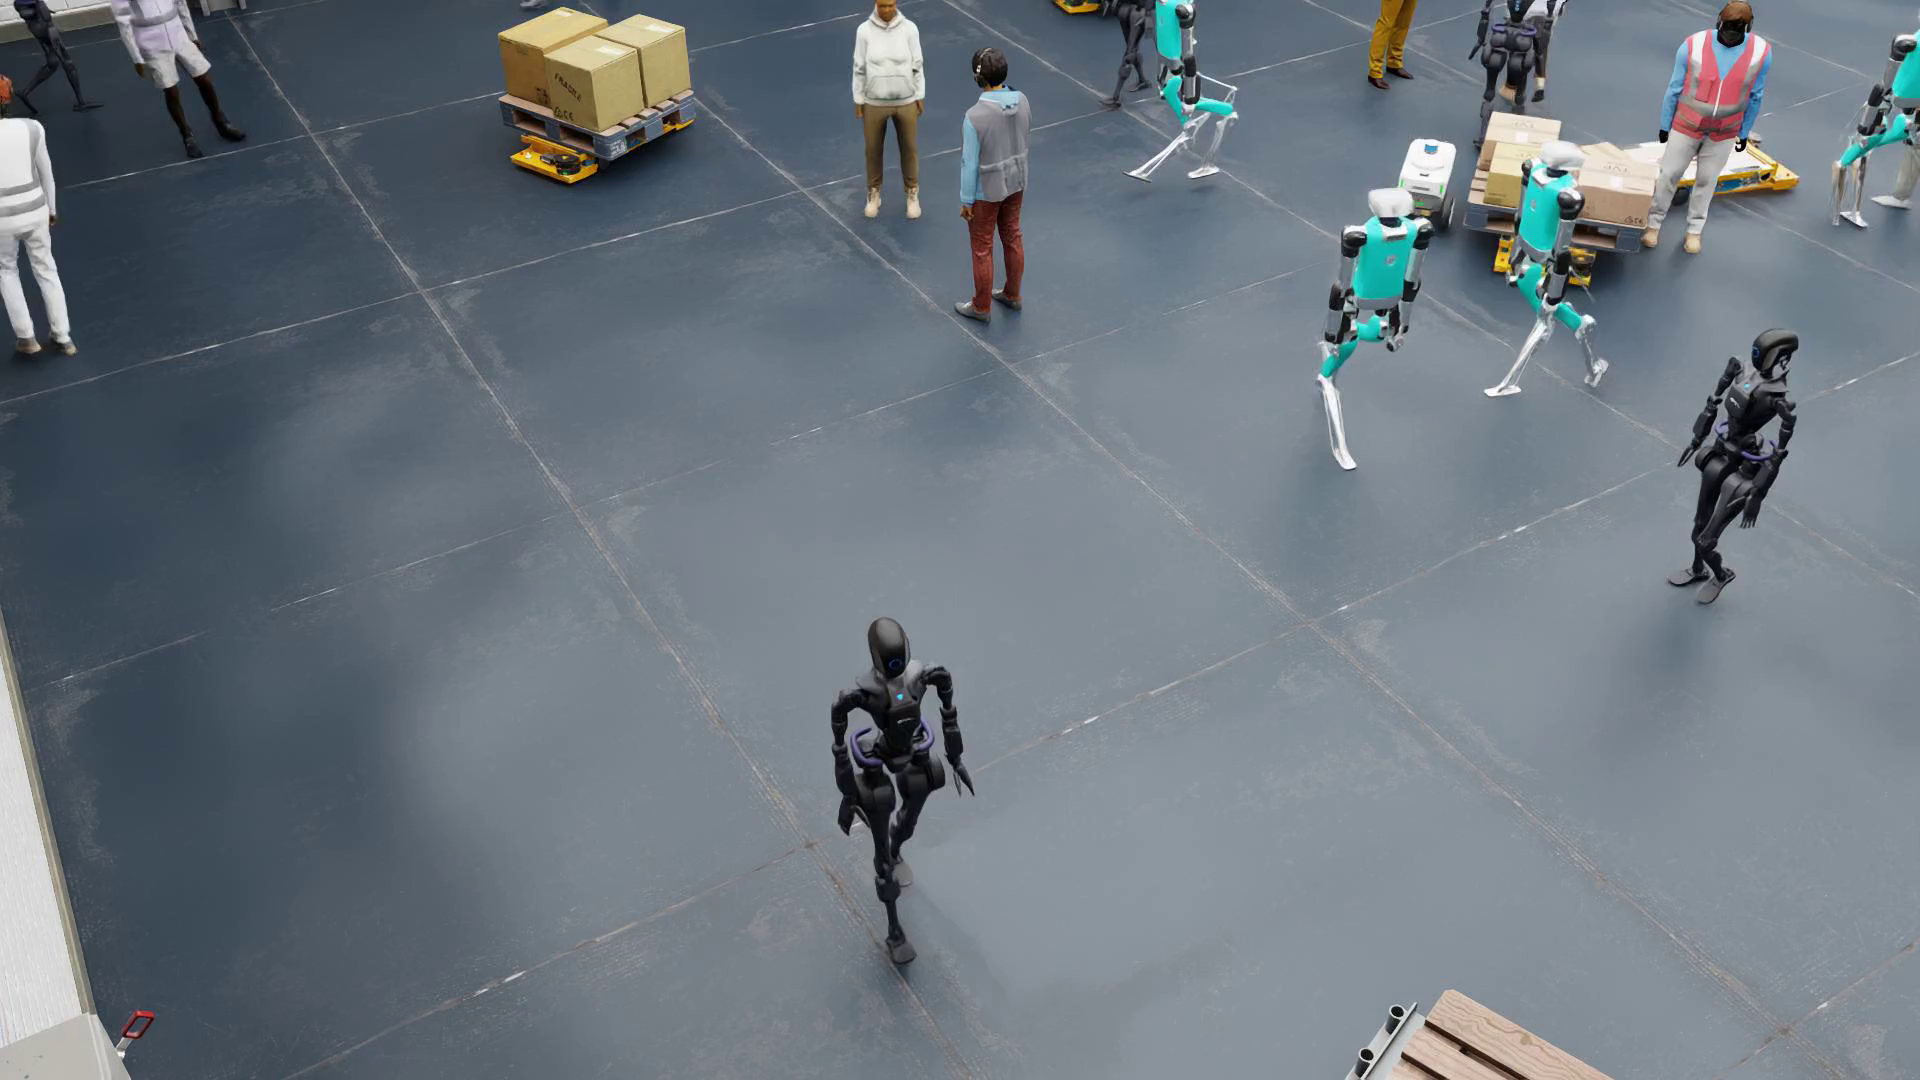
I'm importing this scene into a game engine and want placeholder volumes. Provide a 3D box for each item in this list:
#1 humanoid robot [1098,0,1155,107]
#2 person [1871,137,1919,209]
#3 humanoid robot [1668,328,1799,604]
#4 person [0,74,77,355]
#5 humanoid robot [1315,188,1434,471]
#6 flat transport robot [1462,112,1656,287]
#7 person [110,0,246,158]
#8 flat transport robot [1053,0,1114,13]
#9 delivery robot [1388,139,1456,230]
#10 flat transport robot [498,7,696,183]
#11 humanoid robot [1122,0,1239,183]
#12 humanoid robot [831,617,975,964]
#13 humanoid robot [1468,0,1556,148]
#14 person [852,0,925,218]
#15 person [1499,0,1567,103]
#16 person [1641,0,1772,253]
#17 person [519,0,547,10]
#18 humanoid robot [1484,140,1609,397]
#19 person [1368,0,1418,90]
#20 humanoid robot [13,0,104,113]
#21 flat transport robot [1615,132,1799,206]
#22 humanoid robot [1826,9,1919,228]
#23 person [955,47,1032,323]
[{"bbox_3d":[1.395,-4.427,13.762,0.748,1.630,0.599,-27,46,-30],"label":"humanoid robot"},{"bbox_3d":[7.192,-3.171,12.203,0.432,1.623,0.511,29,47,32],"label":"person"},{"bbox_3d":[4.011,-0.390,8.645,0.340,1.647,0.601,-12,40,-15],"label":"humanoid robot"},{"bbox_3d":[-6.009,-2.038,10.593,0.415,1.850,0.688,31,48,33],"label":"person"},{"bbox_3d":[2.320,-1.384,9.899,0.531,1.778,1.021,-8,39,-10],"label":"humanoid robot"},{"bbox_3d":[4.335,-2.309,12.206,0.659,0.231,1.431,13,40,15],"label":"flat transport robot"},{"bbox_3d":[-6.117,-3.856,12.853,0.444,1.889,0.672,28,46,31],"label":"person"},{"bbox_3d":[1.552,-5.377,16.076,1.431,0.231,0.659,-15,41,-18],"label":"flat transport robot"},{"bbox_3d":[3.485,-2.695,12.468,0.499,0.602,0.801,13,40,15],"label":"delivery robot"},{"bbox_3d":[-2.881,-3.293,13.446,0.659,0.231,1.431,23,44,27],"label":"flat transport robot"},{"bbox_3d":[1.742,-3.427,12.428,1.003,1.729,0.542,-14,40,-17],"label":"humanoid robot"},{"bbox_3d":[-0.217,0.999,6.919,0.597,1.635,0.715,-15,41,-19],"label":"humanoid robot"},{"bbox_3d":[4.316,-3.866,13.045,0.596,1.648,0.341,15,41,18],"label":"humanoid robot"},{"bbox_3d":[-0.515,-3.203,12.132,0.530,1.762,0.377,-3,38,-3],"label":"person"},{"bbox_3d":[4.738,-4.381,13.669,0.546,1.685,0.437,-2,38,-2],"label":"person"},{"bbox_3d":[5.237,-2.897,11.694,0.629,1.837,0.431,11,40,13],"label":"person"},{"bbox_3d":[-3.765,-5.878,15.499,0.948,1.773,0.619,-18,42,-21],"label":"person"},{"bbox_3d":[3.789,-1.639,10.206,0.924,1.784,0.555,-10,40,-13],"label":"humanoid robot"},{"bbox_3d":[3.760,-4.710,14.037,0.520,1.757,0.341,-28,46,-31],"label":"person"},{"bbox_3d":[-7.585,-4.273,13.560,0.636,1.635,0.611,-24,44,-27],"label":"humanoid robot"},{"bbox_3d":[5.703,-2.876,12.921,1.431,0.231,0.659,-9,39,-12],"label":"flat transport robot"},{"bbox_3d":[6.631,-3.026,11.980,0.539,1.844,0.741,-3,38,-4],"label":"humanoid robot"},{"bbox_3d":[0.230,-2.297,10.902,0.534,1.873,0.416,-28,46,-31],"label":"person"}]
